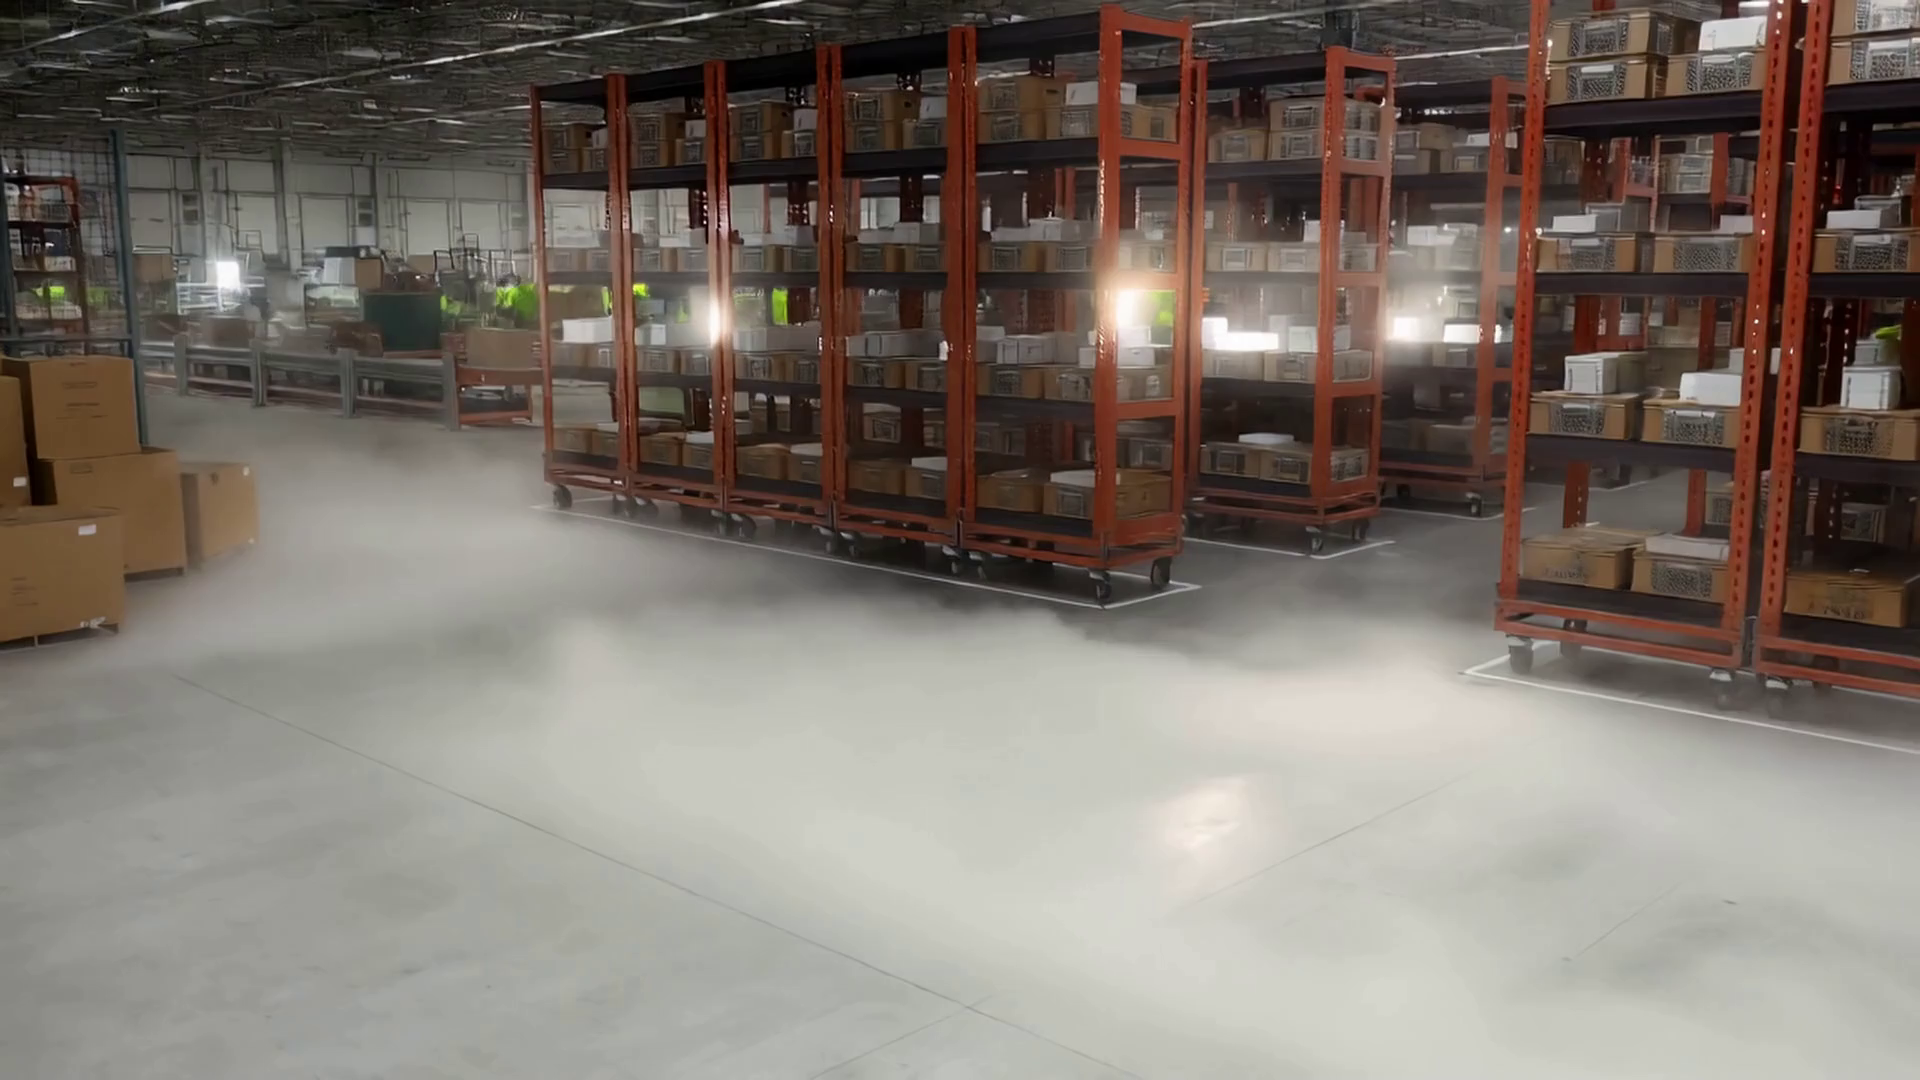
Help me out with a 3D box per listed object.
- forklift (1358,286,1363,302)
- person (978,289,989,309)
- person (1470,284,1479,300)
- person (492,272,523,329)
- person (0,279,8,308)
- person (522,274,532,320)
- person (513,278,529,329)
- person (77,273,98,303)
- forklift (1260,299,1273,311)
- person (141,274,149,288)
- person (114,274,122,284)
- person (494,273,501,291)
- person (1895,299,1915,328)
[{"bbox_3d":[11.100,-7.017,46.970,1.873,2.768,1.129,9,13,43],"label":"forklift"},{"bbox_3d":[0.762,-8.086,57.403,0.651,1.618,0.504,7,12,39],"label":"person"},{"bbox_3d":[13.168,-5.762,42.737,0.458,1.750,0.526,3,10,20],"label":"person"},{"bbox_3d":[-10.111,-4.962,37.095,0.637,1.982,1.062,0,9,1],"label":"person"},{"bbox_3d":[-36.989,-9.273,64.445,0.485,1.686,0.798,0,9,3],"label":"person"},{"bbox_3d":[-17.508,-9.780,67.006,0.534,1.868,0.310,-6,11,-33],"label":"person"},{"bbox_3d":[-10.648,-5.364,39.956,0.928,1.867,0.634,7,12,37],"label":"person"},{"bbox_3d":[-28.982,-7.906,55.298,0.681,1.944,0.431,-5,11,-28],"label":"person"},{"bbox_3d":[10.190,-7.800,51.765,1.129,2.768,1.873,-9,13,-43],"label":"forklift"},{"bbox_3d":[-37.987,-11.457,77.343,0.778,1.839,0.570,0,9,1],"label":"person"},{"bbox_3d":[-42.969,-12.746,85.352,0.634,1.809,0.778,4,10,22],"label":"person"},{"bbox_3d":[-16.607,-8.628,59.780,0.499,1.918,0.560,-6,11,-33],"label":"person"},{"bbox_3d":[9.172,-1.465,16.304,0.611,1.784,0.874,9,13,42],"label":"person"}]
